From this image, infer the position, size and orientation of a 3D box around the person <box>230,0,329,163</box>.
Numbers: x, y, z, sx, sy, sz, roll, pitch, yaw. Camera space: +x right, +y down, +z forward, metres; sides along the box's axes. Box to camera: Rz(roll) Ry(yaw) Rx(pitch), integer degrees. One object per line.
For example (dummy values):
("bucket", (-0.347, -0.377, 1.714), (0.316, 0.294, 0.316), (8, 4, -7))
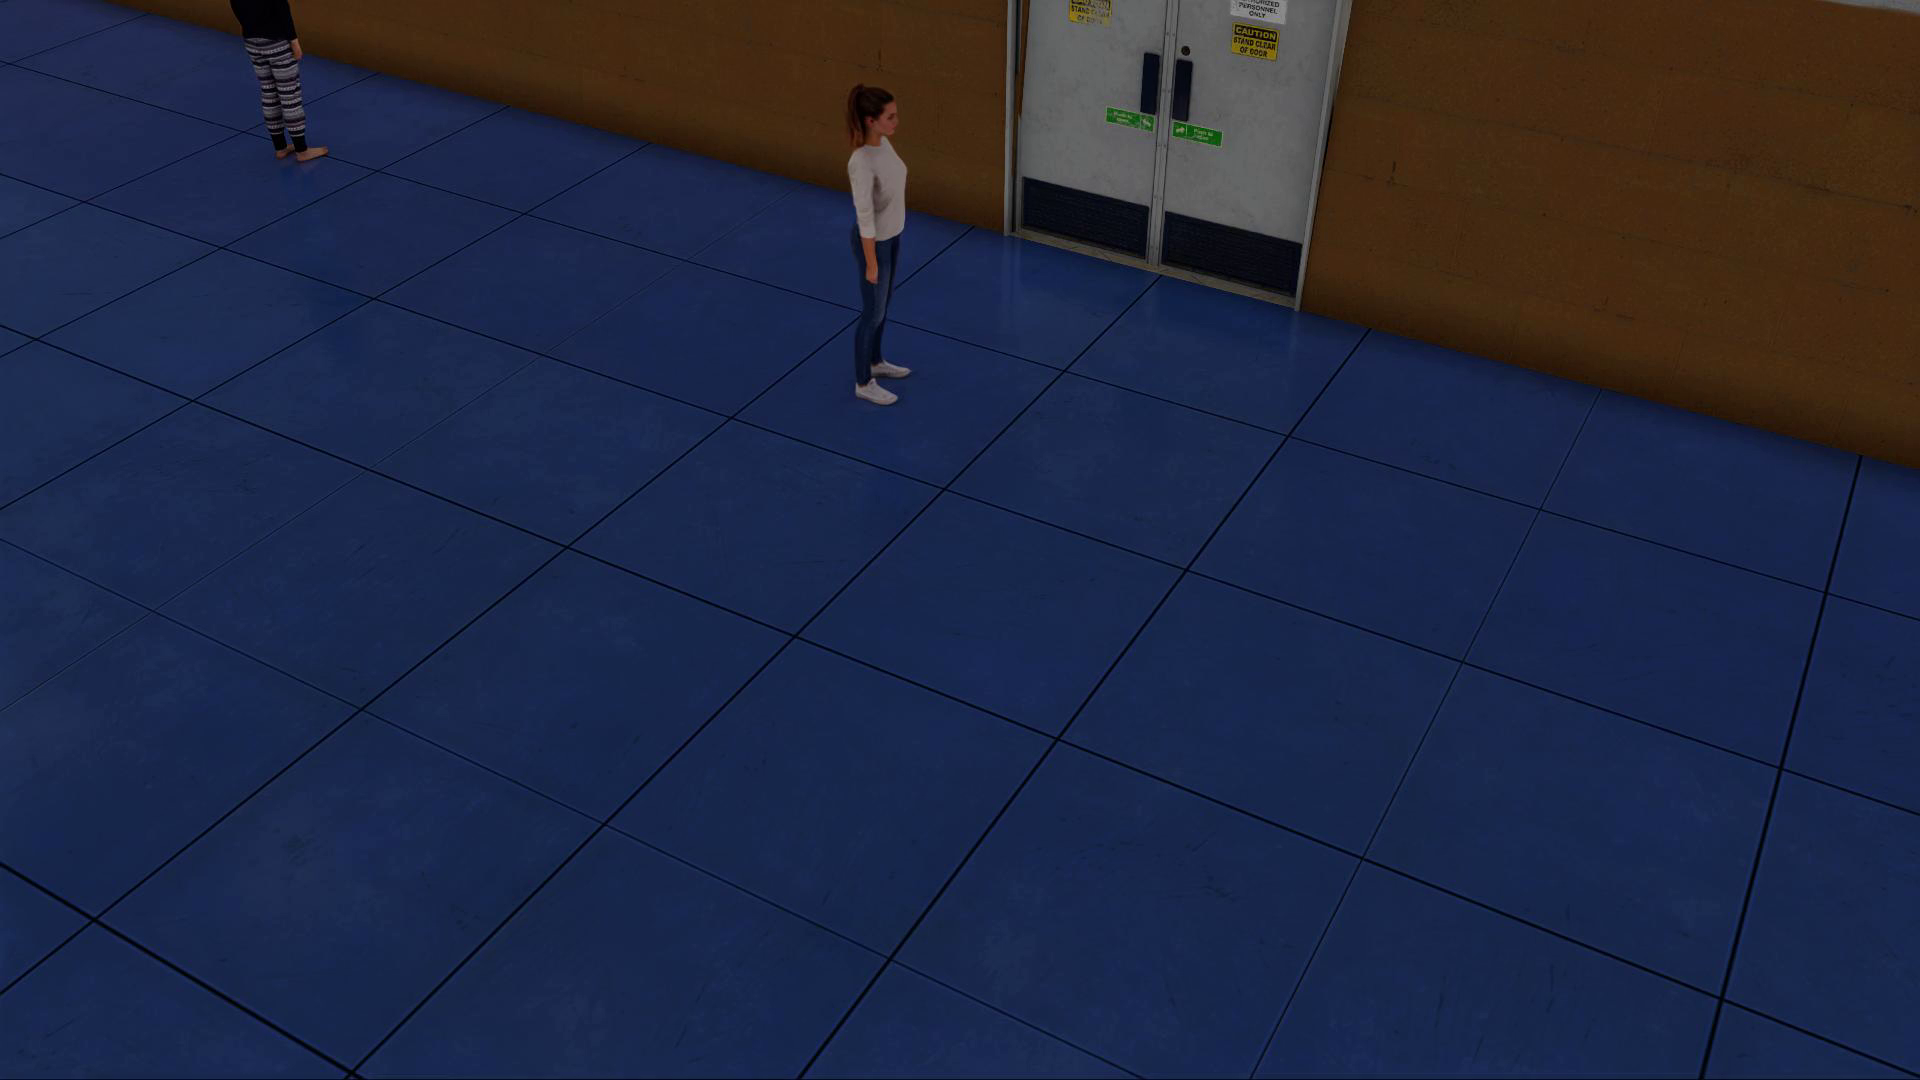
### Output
("person", (-4.660, -3.400, 11.178), (0.622, 1.734, 0.532), (16, 40, 20))

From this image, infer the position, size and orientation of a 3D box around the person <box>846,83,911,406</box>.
("person", (-0.444, -1.549, 8.721), (0.729, 1.723, 0.558), (8, 38, 10))
